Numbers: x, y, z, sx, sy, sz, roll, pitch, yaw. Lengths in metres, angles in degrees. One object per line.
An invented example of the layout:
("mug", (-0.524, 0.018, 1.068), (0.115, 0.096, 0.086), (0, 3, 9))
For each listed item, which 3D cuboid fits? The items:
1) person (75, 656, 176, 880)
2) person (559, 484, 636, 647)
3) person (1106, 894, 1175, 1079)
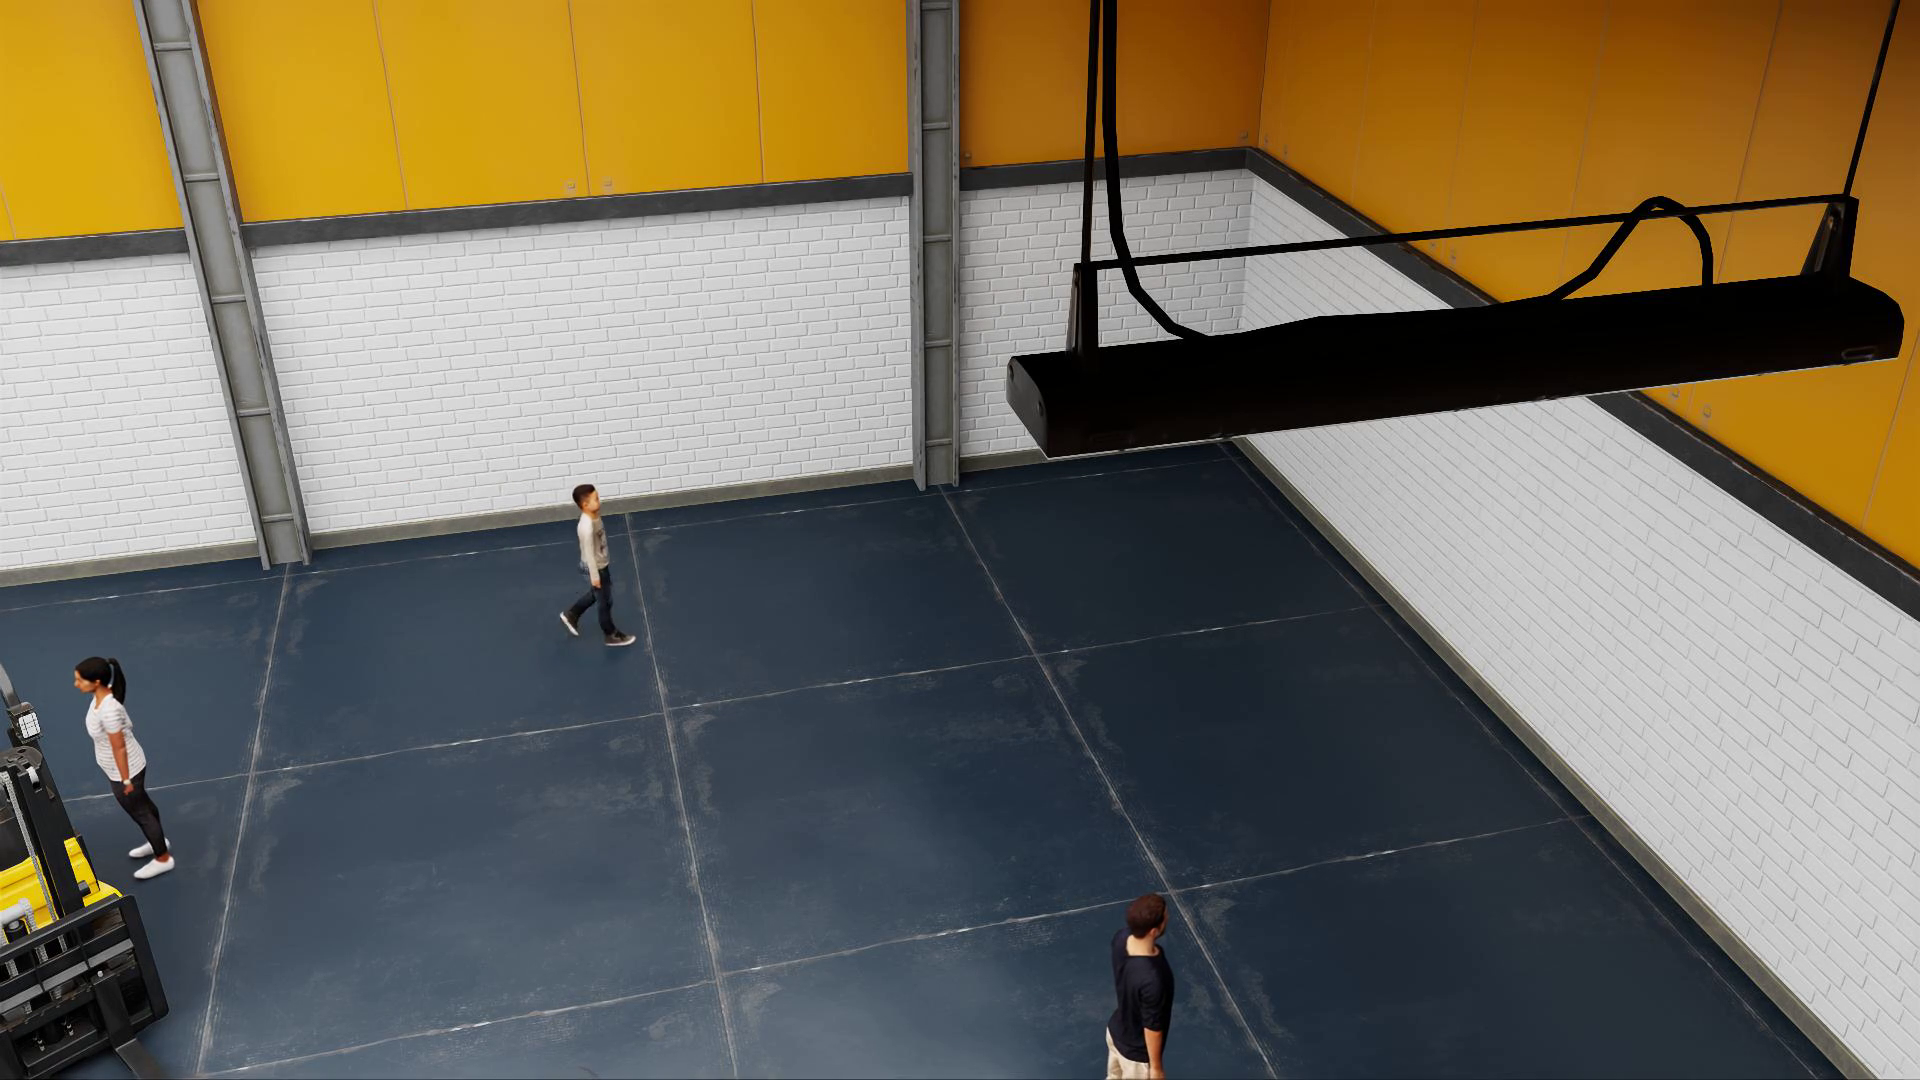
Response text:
("person", (-5.442, 1.457, 10.848), (0.587, 1.643, 0.611), (-16, 33, -27))
("person", (-2.982, 0.210, 13.332), (0.863, 1.453, 0.647), (-2, 29, -4))
("person", (0.896, 2.579, 8.574), (0.552, 1.851, 0.641), (-8, 30, -15))
